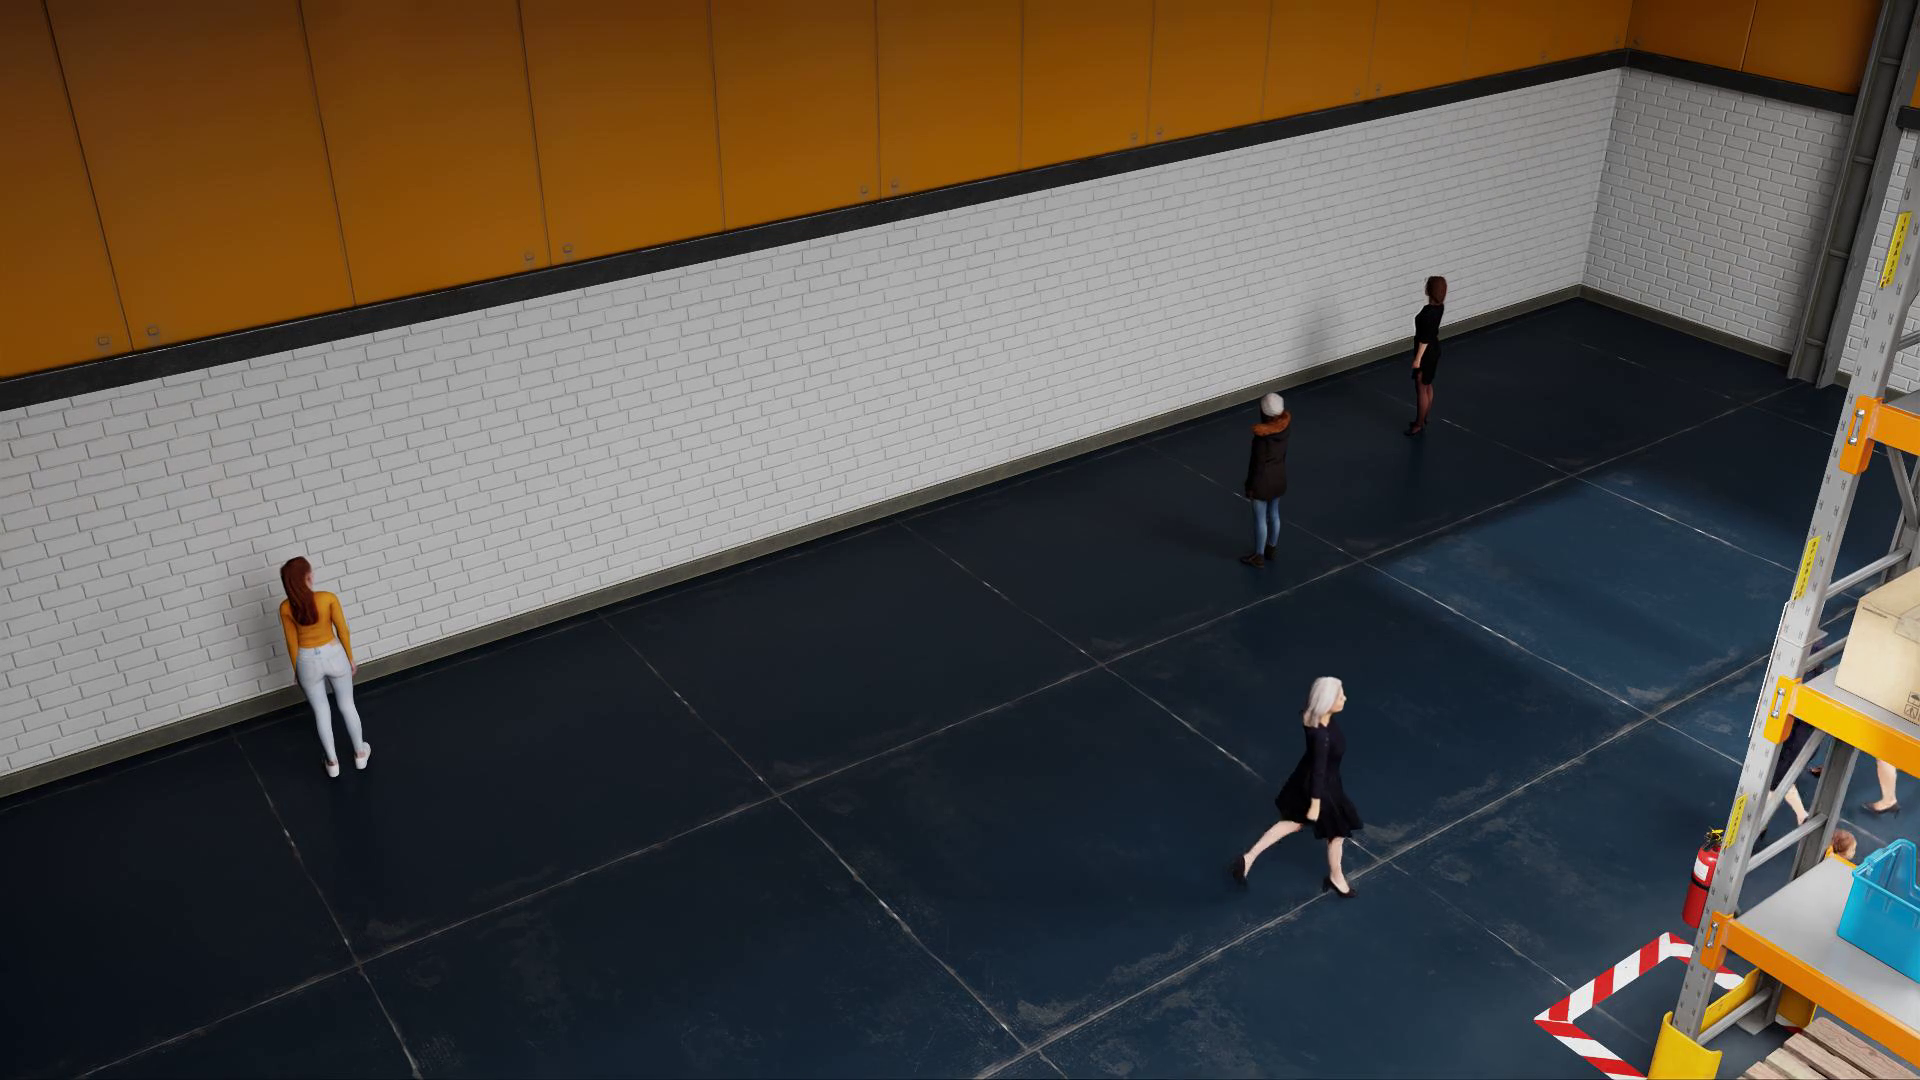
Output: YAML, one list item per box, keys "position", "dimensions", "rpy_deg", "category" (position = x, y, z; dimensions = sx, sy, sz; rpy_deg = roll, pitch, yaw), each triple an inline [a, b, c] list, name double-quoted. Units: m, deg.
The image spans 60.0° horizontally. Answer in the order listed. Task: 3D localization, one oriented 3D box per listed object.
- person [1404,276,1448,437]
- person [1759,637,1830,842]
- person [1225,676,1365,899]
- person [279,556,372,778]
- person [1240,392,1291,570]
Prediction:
- position: [4.759, -1.880, 16.942]
  dimensions: [0.632, 1.706, 0.652]
  rpy_deg: [16, 32, 27]
  category: "person"
- position: [5.560, 1.374, 11.023]
  dimensions: [0.762, 1.662, 0.830]
  rpy_deg: [-25, 37, -38]
  category: "person"
- position: [2.171, 1.600, 10.559]
  dimensions: [1.067, 1.708, 1.099]
  rpy_deg: [1, 29, 2]
  category: "person"
- position: [-4.527, 0.893, 11.814]
  dimensions: [0.626, 1.749, 0.598]
  rpy_deg: [-11, 31, -20]
  category: "person"
- position: [2.687, -0.531, 14.548]
  dimensions: [0.653, 1.630, 0.639]
  rpy_deg: [-25, 37, -38]
  category: "person"
